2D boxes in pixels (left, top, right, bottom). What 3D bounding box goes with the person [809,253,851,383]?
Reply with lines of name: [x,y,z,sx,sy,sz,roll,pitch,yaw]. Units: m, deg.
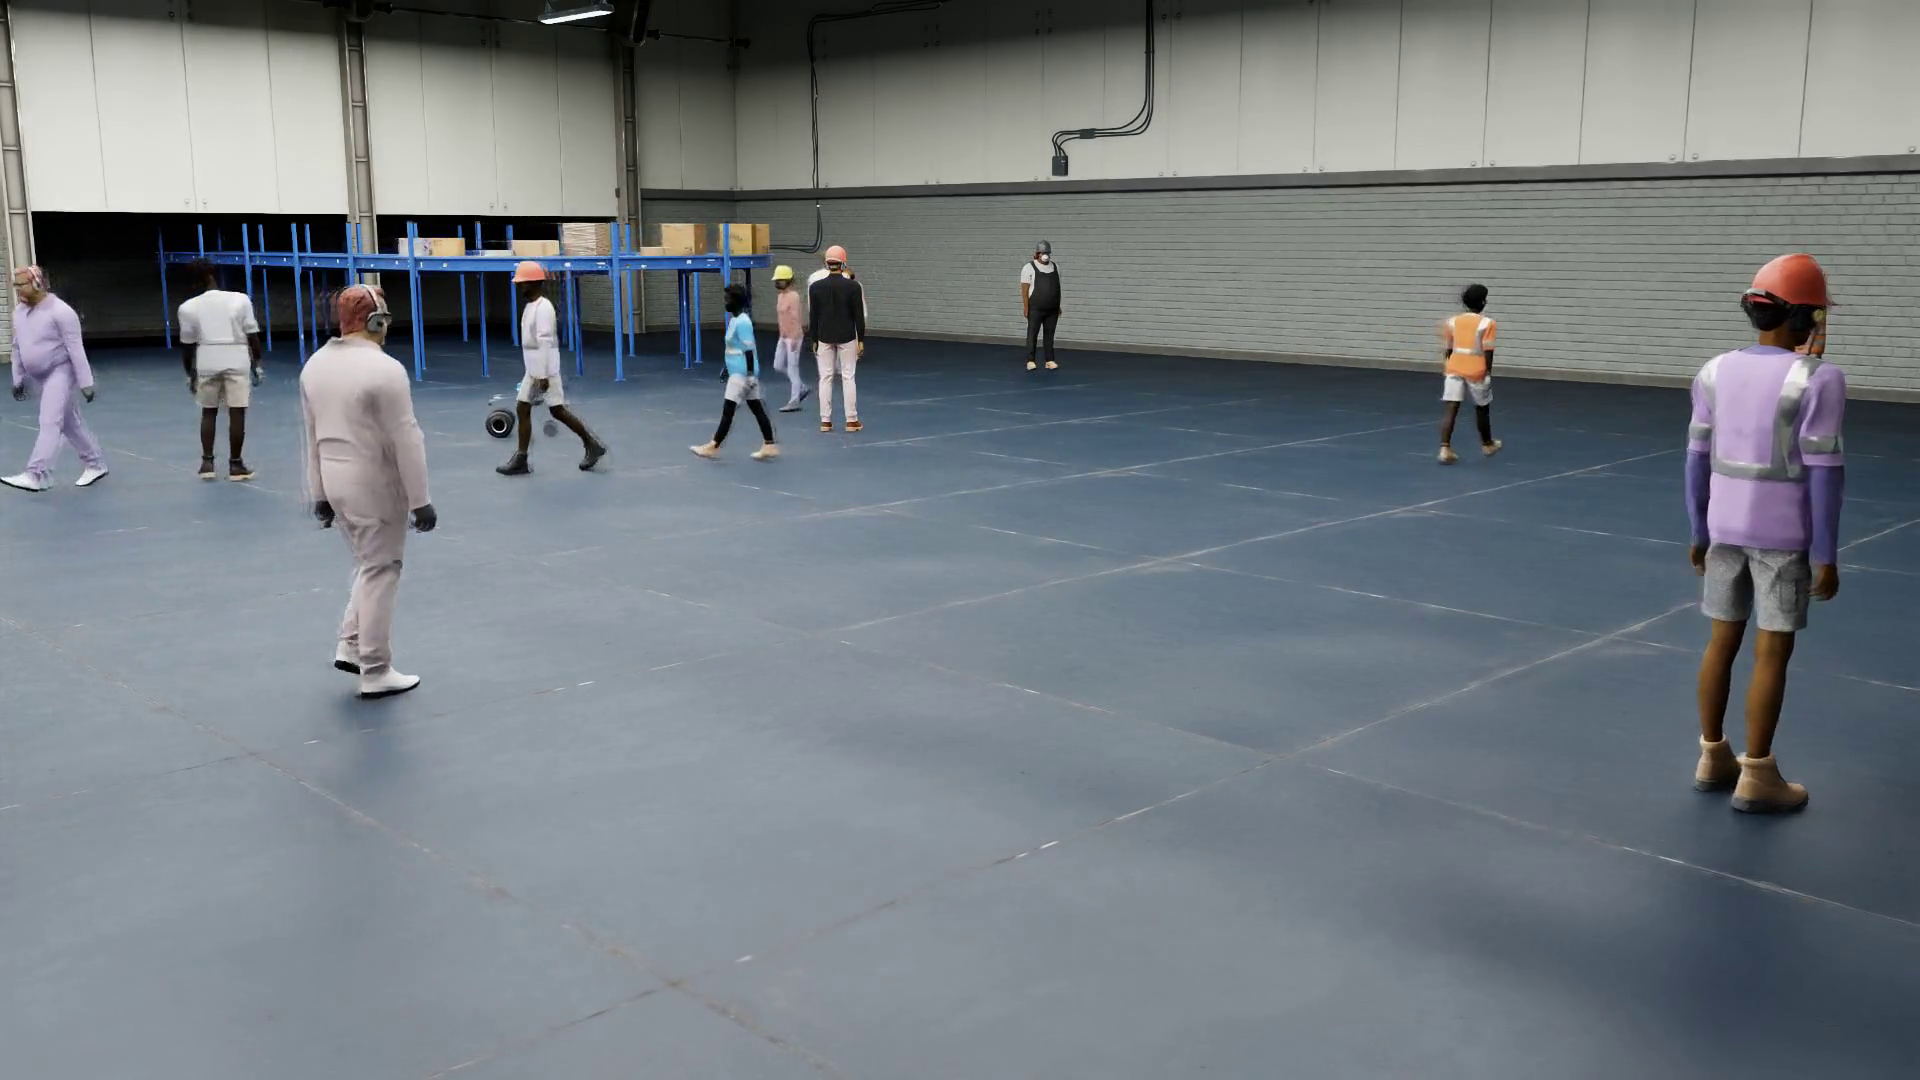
person: [-1.863,-3.220,24.024,0.641,1.888,1.011,1,10,5]

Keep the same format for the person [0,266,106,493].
person: [-7.546,-1.324,13.792,0.684,1.860,1.053,5,12,26]

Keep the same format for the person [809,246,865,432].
person: [-1.326,-2.176,18.021,0.612,1.995,0.377,2,11,9]

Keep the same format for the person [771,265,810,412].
person: [-2.050,-2.430,20.074,0.434,1.757,0.535,-6,12,-31]

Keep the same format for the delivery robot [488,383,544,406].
delivery robot: [-4.673,-1.558,17.731,0.698,0.223,0.335,-2,11,-11]

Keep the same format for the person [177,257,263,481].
person: [-6.391,-1.472,14.400,0.641,1.928,0.391,-2,11,-12]

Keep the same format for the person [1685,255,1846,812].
person: [2.994,-0.022,6.204,0.487,2.041,0.620,-5,12,-26]

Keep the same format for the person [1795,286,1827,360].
person: [9.348,-2.049,18.298,0.306,1.639,0.524,8,13,36]

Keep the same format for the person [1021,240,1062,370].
person: [1.333,-3.707,26.357,0.689,2.000,0.537,-4,11,-23]

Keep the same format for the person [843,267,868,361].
person: [-1.821,-3.742,27.656,0.542,1.587,0.774,-2,11,-9]

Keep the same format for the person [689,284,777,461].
person: [-2.122,-1.564,15.583,0.868,1.650,0.539,-2,11,-10]

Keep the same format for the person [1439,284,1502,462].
person: [4.804,-1.564,15.600,0.887,1.642,0.551,-10,14,-42]

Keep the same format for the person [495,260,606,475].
person: [-3.673,-1.548,14.885,0.955,1.904,0.559,-6,12,-31]

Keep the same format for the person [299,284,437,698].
person: [-2.691,-0.221,7.664,0.645,1.893,0.432,8,13,36]
